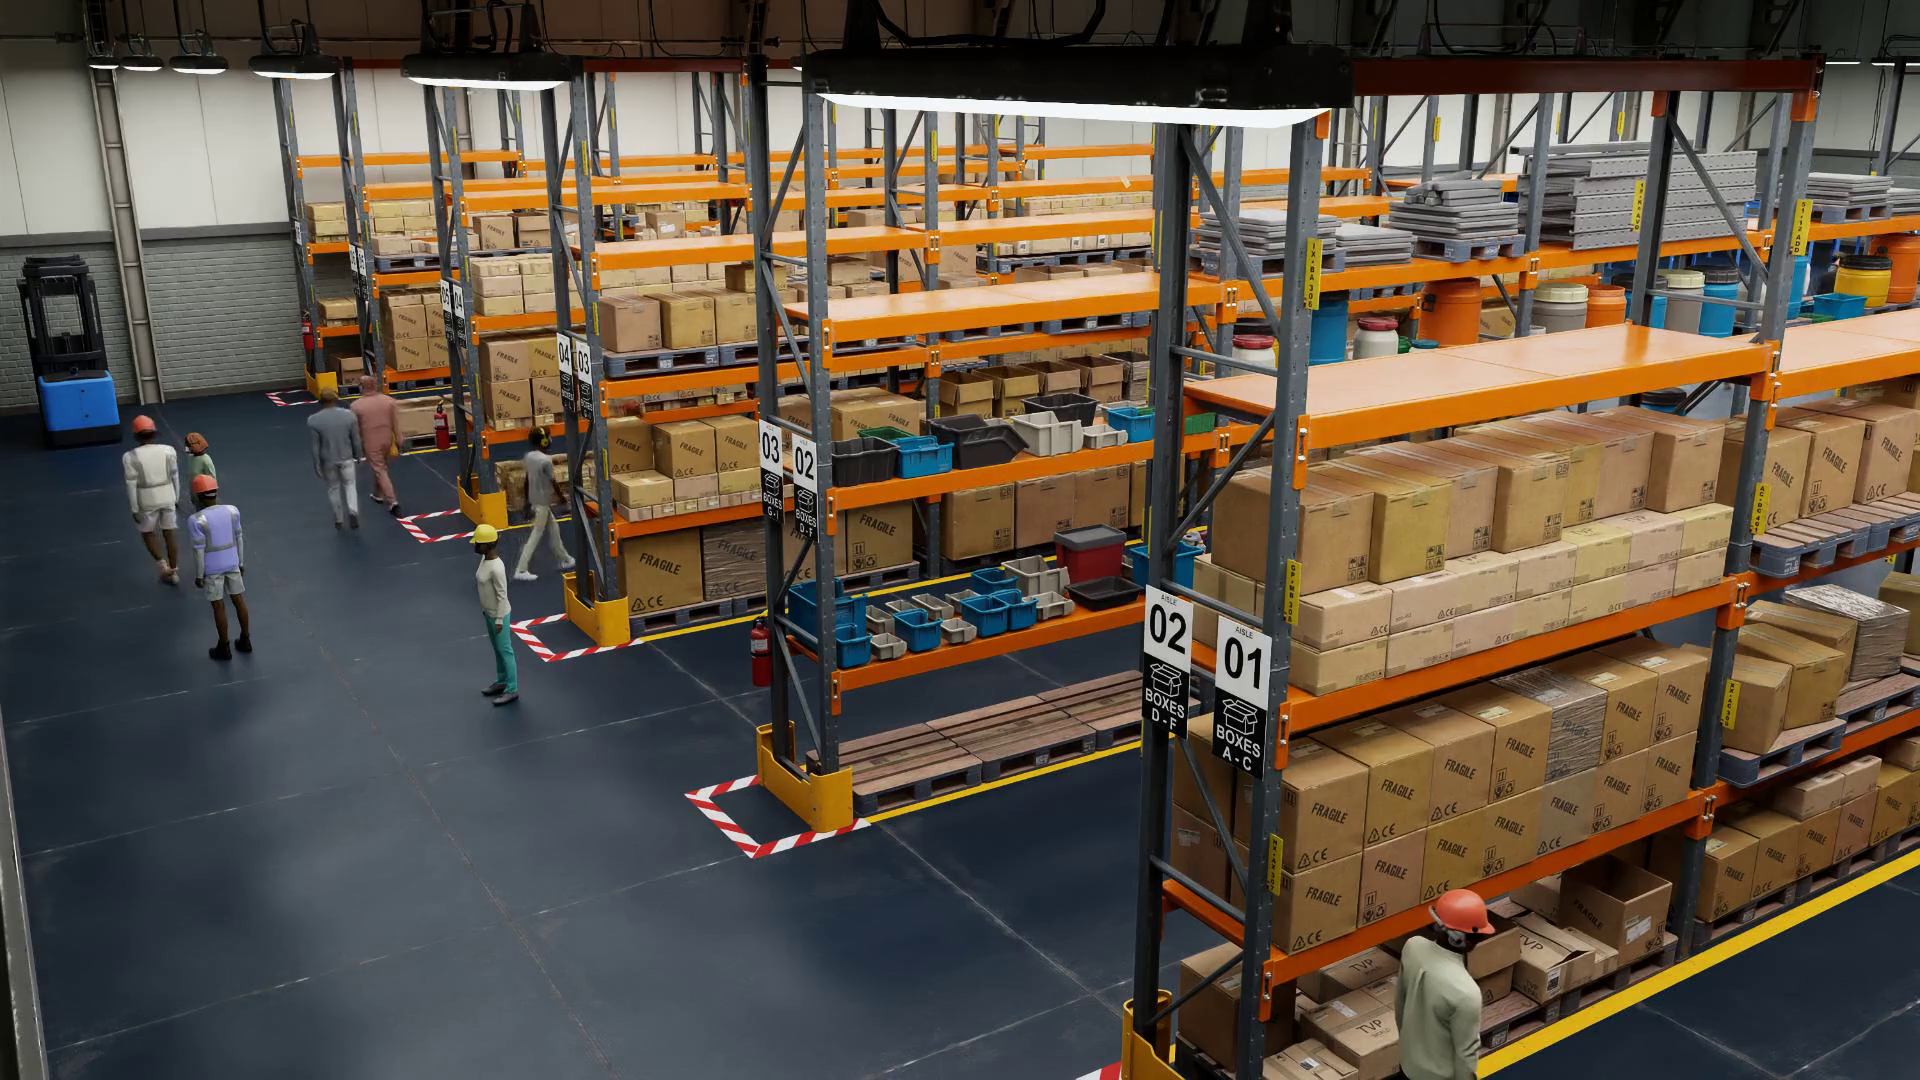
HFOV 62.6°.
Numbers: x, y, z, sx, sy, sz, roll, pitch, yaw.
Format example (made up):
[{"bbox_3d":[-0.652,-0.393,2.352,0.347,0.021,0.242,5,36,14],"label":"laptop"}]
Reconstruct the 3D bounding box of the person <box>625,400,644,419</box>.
[{"bbox_3d":[-4.187,-0.864,20.159,0.987,1.847,0.572,-11,20,-32],"label":"person"}]

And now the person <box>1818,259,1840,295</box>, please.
[{"bbox_3d":[18.605,-5.038,33.695,0.895,1.918,0.646,-13,21,-36],"label":"person"}]

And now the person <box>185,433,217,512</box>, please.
[{"bbox_3d":[-9.274,-0.517,19.338,0.507,1.632,0.274,12,21,35],"label":"person"}]

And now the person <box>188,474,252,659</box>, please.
[{"bbox_3d":[-7.651,0.265,16.277,0.366,1.930,0.542,11,20,32],"label":"person"}]

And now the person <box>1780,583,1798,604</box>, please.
[{"bbox_3d":[9.381,-0.105,17.802,0.802,1.731,0.557,-14,22,-39],"label":"person"}]

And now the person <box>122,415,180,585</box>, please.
[{"bbox_3d":[-9.422,-0.454,18.477,0.477,2.031,0.617,16,23,42],"label":"person"}]

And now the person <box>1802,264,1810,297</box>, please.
[{"bbox_3d":[18.800,-5.625,35.634,0.643,1.905,0.399,14,22,38],"label":"person"}]

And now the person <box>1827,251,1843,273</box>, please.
[{"bbox_3d":[19.871,-5.650,35.843,0.624,1.826,0.643,16,23,42],"label":"person"}]

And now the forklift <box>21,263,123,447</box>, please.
[{"bbox_3d":[-14.518,-3.079,25.708,1.129,2.768,1.873,-10,20,-31],"label":"forklift"}]

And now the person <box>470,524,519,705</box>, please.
[{"bbox_3d":[-4.473,0.699,15.129,0.315,1.770,0.524,-10,20,-30],"label":"person"}]

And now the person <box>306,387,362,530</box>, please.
[{"bbox_3d":[-8.122,-1.042,20.568,0.642,1.927,0.647,-8,19,-26],"label":"person"}]

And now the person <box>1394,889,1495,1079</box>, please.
[{"bbox_3d":[2.475,2.711,8.159,0.401,1.986,0.612,-5,18,-17],"label":"person"}]

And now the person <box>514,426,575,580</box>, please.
[{"bbox_3d":[-4.976,-0.444,18.796,0.966,1.830,0.500,-13,21,-36],"label":"person"}]

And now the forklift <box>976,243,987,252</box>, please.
[{"bbox_3d":[0.988,-5.474,34.718,1.214,2.155,2.313,-10,20,-31],"label":"forklift"}]

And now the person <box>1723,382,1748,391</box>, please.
[{"bbox_3d":[14.514,-3.716,29.367,0.647,1.905,0.859,4,17,12],"label":"person"}]

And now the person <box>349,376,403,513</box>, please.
[{"bbox_3d":[-8.000,-1.327,21.652,1.062,1.847,0.657,16,23,42],"label":"person"}]
